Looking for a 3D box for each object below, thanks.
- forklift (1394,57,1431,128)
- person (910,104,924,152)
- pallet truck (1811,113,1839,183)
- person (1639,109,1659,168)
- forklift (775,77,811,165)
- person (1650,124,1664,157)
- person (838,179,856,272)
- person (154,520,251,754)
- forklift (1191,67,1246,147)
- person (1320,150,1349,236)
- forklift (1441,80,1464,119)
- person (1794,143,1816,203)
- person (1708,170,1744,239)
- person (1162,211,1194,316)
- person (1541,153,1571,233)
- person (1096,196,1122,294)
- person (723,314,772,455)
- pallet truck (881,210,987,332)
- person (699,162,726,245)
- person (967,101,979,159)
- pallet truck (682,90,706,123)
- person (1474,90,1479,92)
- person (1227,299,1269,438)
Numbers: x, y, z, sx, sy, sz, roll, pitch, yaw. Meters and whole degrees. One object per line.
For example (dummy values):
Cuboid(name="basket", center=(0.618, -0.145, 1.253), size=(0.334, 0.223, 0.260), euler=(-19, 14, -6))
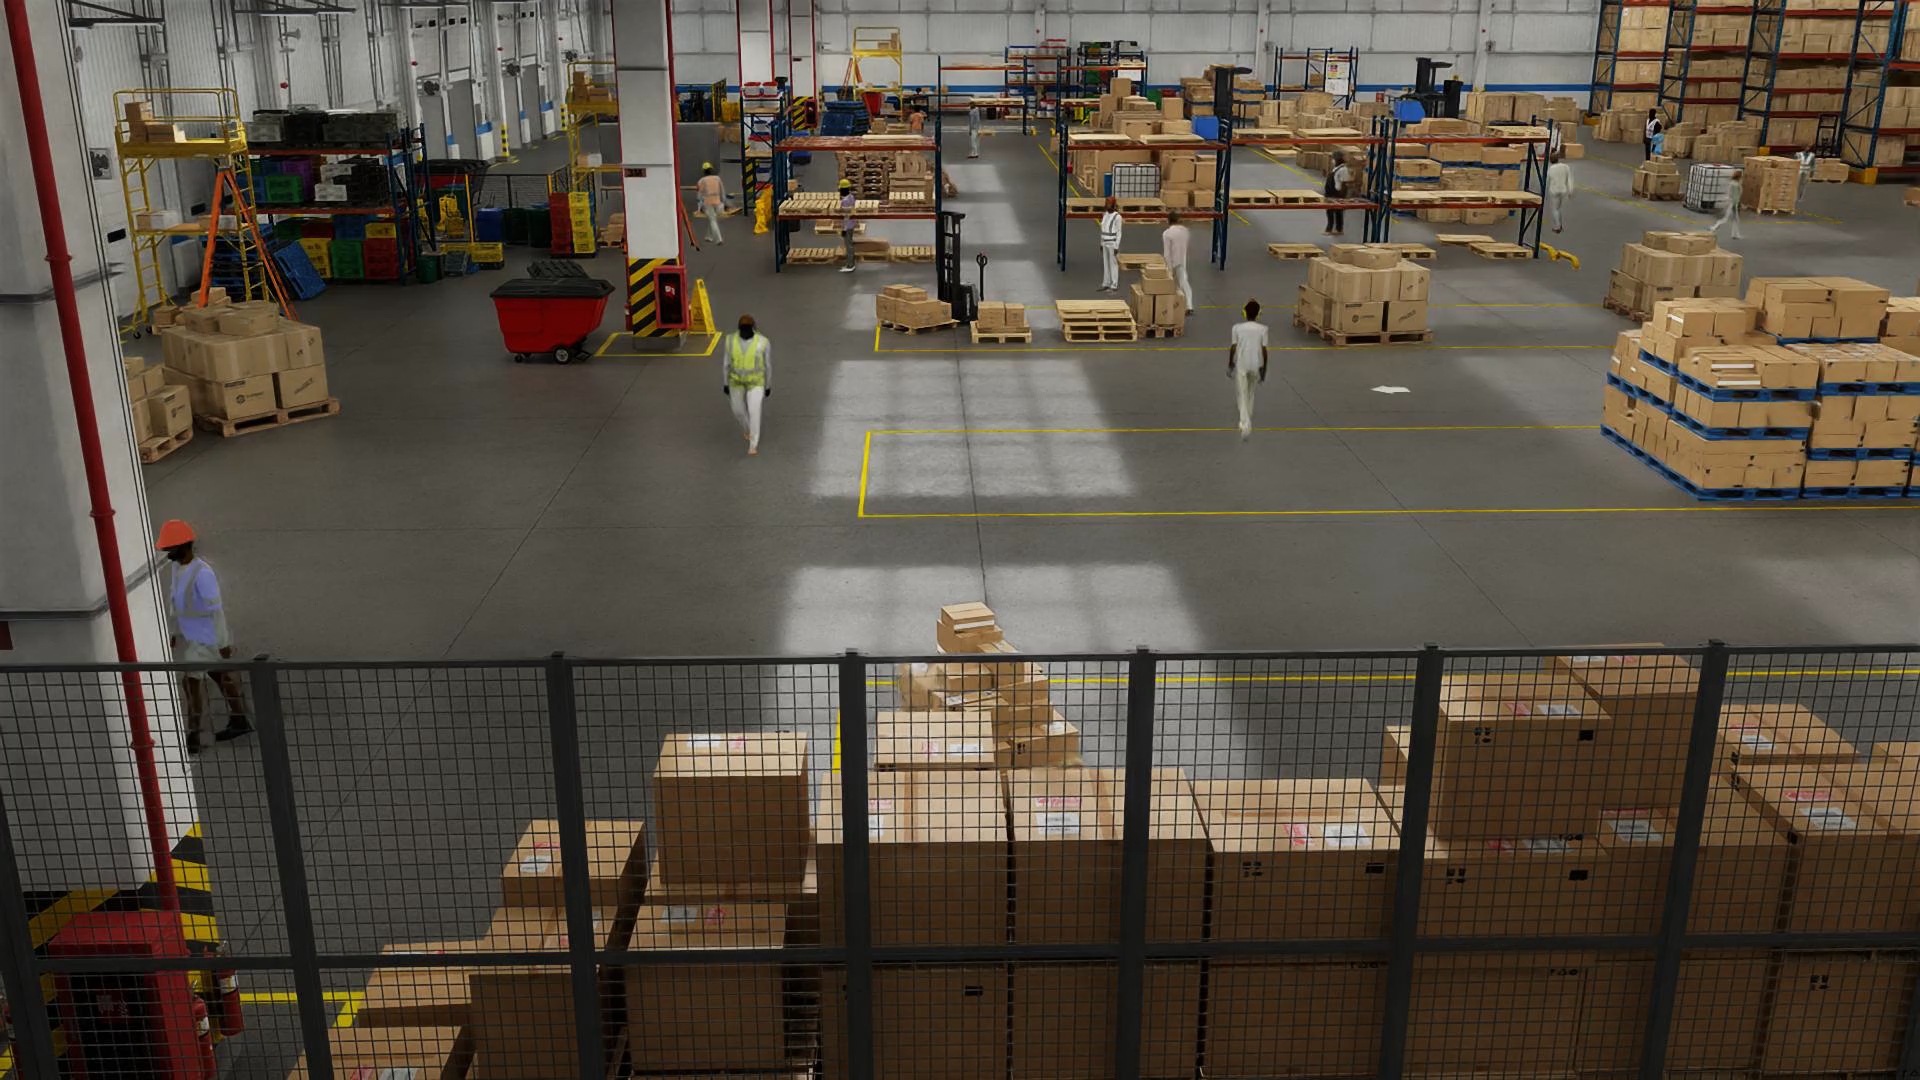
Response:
Cuboid(name="forklift", center=(19.057, -18.498, 68.748), size=(1.873, 2.768, 1.129), euler=(-1, 19, -1))
Cuboid(name="person", center=(-1.545, -14.589, 59.008), size=(0.540, 1.679, 0.625), euler=(7, 20, 21))
Cuboid(name="pallet truck", center=(26.403, -11.957, 50.702), size=(0.823, 1.965, 1.885), euler=(6, 19, 16))
Cuboid(name="person", center=(22.453, -13.033, 54.034), size=(0.391, 1.912, 0.588), euler=(-3, 19, -8))
Cuboid(name="forklift", center=(-5.920, -13.893, 55.085), size=(1.873, 2.768, 1.129), euler=(-1, 19, -1))
Cuboid(name="person", center=(21.313, -11.882, 50.950), size=(0.533, 1.693, 0.319), euler=(-18, 25, -42))
Cuboid(name="person", center=(-2.375, -6.609, 34.940), size=(0.360, 1.930, 0.587), euler=(2, 19, 5))
Cuboid(name="person", center=(-6.098, 0.764, 13.104), size=(0.862, 1.900, 0.548), euler=(-15, 24, -38))
Cuboid(name="forklift", center=(9.517, -15.894, 61.023), size=(1.873, 2.768, 1.129), euler=(-1, 19, -1))
Cuboid(name="person", center=(8.938, -8.334, 39.887), size=(0.745, 2.000, 0.693), euler=(1, 19, 3))
Cuboid(name="forklift", center=(15.644, -13.239, 53.146), size=(1.873, 2.768, 1.129), euler=(-1, 19, -1))
Cuboid(name="person", center=(23.206, -10.082, 45.734), size=(0.539, 1.605, 0.736), euler=(5, 19, 15))
Cuboid(name="person", center=(18.238, -7.941, 39.387), size=(0.745, 1.610, 0.523), euler=(8, 20, 22))
Cuboid(name="person", center=(3.944, -5.057, 30.430), size=(0.629, 1.886, 1.084), euler=(-9, 21, -26))
Cuboid(name="person", center=(14.431, -8.410, 40.326), size=(0.672, 1.898, 0.524), euler=(-3, 19, -9))
Cuboid(name="person", center=(2.928, -5.763, 32.504), size=(0.354, 1.883, 0.573), euler=(-10, 21, -27))
Cuboid(name="person", center=(-2.740, -2.044, 21.558), size=(0.641, 1.828, 0.579), euler=(2, 19, 6))
Cuboid(name="pallet truck", center=(-0.493, -4.759, 29.349), size=(1.885, 1.965, 0.823), euler=(-13, 23, -34))
Cuboid(name="person", center=(-5.746, -7.827, 38.660), size=(0.595, 1.870, 1.006), euler=(-13, 23, -34))
Cuboid(name="person", center=(0.465, -14.075, 57.095), size=(0.369, 1.932, 0.623), euler=(7, 20, 20))
Cuboid(name="pallet truck", center=(-9.671, -15.907, 62.421), size=(0.823, 1.965, 1.885), euler=(5, 19, 15))
Cuboid(name="person", center=(19.453, -16.029, 62.890), size=(0.560, 1.927, 0.524), euler=(10, 21, 27))
Cuboid(name="person", center=(3.861, -2.292, 22.266), size=(0.518, 1.850, 0.743), euler=(-2, 19, -6))
